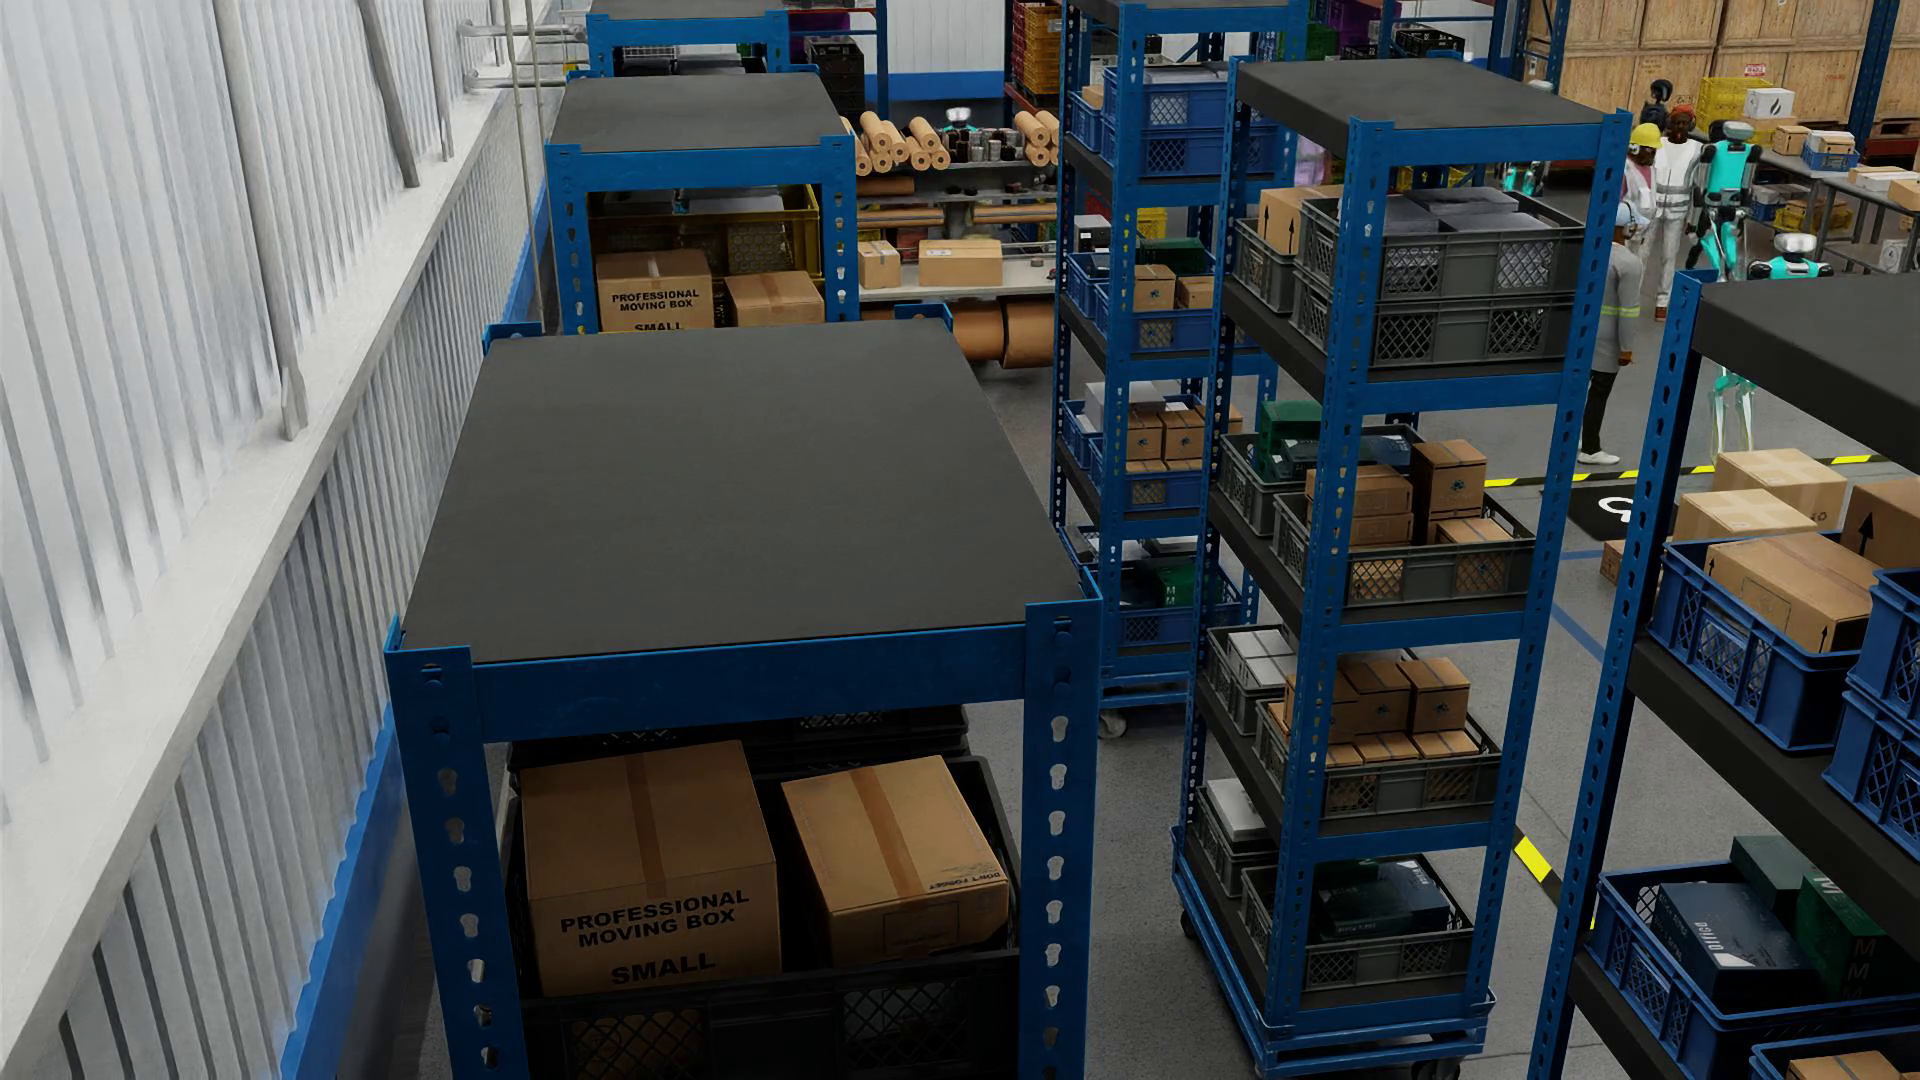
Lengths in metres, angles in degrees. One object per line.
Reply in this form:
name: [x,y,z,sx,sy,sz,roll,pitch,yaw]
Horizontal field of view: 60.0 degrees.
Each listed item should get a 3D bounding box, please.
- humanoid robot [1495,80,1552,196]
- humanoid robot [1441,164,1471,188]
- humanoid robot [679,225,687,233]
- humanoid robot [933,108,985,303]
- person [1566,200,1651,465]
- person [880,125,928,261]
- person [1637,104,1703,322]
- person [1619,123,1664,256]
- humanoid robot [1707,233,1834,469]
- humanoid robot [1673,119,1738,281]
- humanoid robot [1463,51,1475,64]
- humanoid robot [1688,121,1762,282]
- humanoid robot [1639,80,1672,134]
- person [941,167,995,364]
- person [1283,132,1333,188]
humanoid robot: [5.480,-3.569,16.278,0.547,1.728,0.955,12,27,24]
humanoid robot: [5.233,-4.126,17.586,0.614,1.645,0.384,-22,33,-40]
humanoid robot: [-2.144,-1.847,12.633,0.602,1.633,0.399,-11,27,-23]
humanoid robot: [-0.003,-3.101,15.298,0.542,1.788,0.875,-1,25,-2]
person: [4.472,-1.435,11.523,0.386,1.850,0.597,-8,26,-17]
person: [-0.426,-2.332,13.346,0.376,1.959,0.601,9,26,19]
person: [6.163,-2.857,14.577,0.573,1.884,0.356,11,27,22]
person: [5.669,-2.621,14.127,0.599,1.827,0.404,-21,32,-38]
humanoid robot: [5.366,-1.301,11.209,0.533,1.677,0.735,1,25,2]
humanoid robot: [6.977,-3.028,15.283,0.584,1.619,0.790,-20,31,-37]
humanoid robot: [5.407,-4.506,18.276,0.545,1.755,0.677,4,25,9]
humanoid robot: [6.608,-2.629,14.292,0.541,1.832,0.660,-3,25,-7]
humanoid robot: [7.078,-3.910,17.154,0.451,1.642,0.593,14,28,27]
person: [0.035,-2.371,13.596,0.501,1.823,0.720,7,26,15]
person: [3.203,-3.334,15.427,0.612,2.040,0.384,-13,28,-26]
